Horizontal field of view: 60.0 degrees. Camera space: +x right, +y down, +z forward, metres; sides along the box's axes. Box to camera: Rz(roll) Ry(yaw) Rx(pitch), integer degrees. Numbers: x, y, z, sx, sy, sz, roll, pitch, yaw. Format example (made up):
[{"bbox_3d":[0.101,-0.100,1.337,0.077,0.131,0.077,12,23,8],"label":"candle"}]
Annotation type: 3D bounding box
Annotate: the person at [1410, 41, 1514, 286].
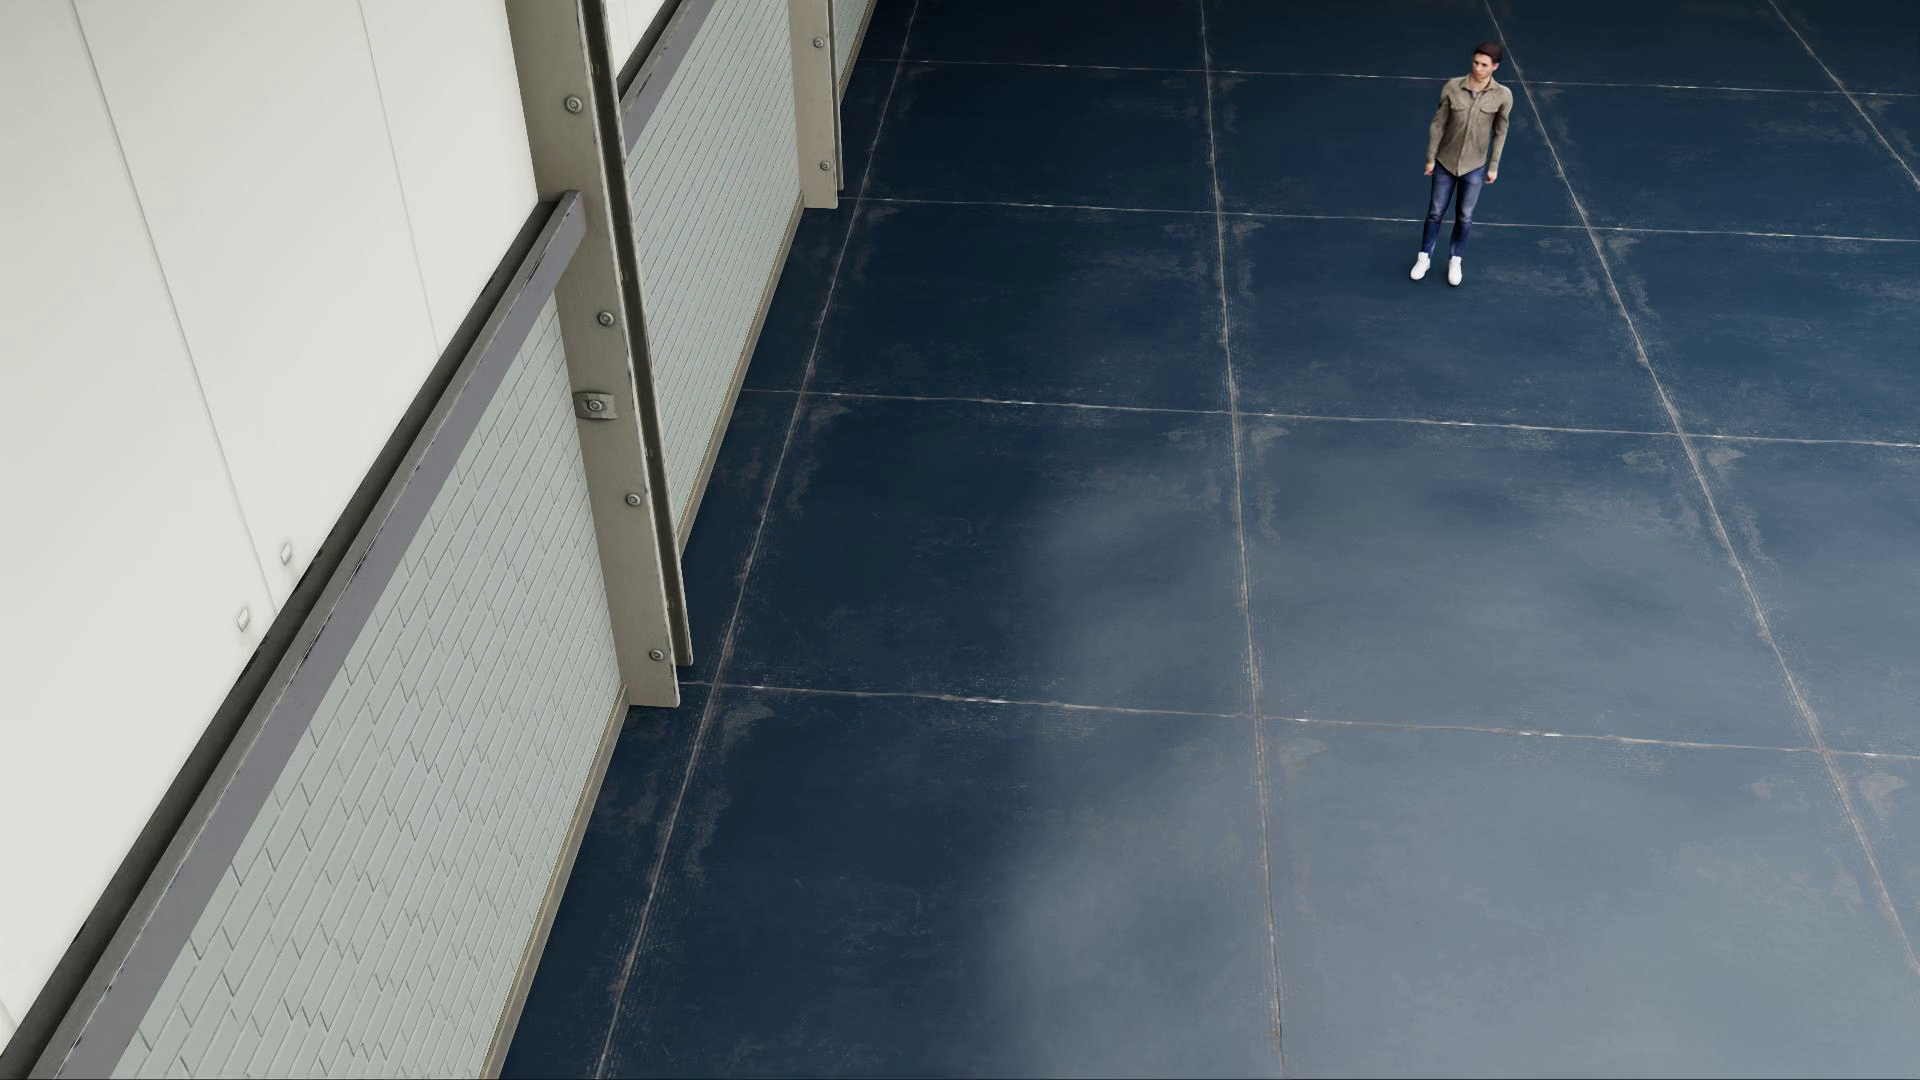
[{"bbox_3d":[3.747,-2.827,12.411,0.757,1.868,0.679,12,40,15],"label":"person"}]
